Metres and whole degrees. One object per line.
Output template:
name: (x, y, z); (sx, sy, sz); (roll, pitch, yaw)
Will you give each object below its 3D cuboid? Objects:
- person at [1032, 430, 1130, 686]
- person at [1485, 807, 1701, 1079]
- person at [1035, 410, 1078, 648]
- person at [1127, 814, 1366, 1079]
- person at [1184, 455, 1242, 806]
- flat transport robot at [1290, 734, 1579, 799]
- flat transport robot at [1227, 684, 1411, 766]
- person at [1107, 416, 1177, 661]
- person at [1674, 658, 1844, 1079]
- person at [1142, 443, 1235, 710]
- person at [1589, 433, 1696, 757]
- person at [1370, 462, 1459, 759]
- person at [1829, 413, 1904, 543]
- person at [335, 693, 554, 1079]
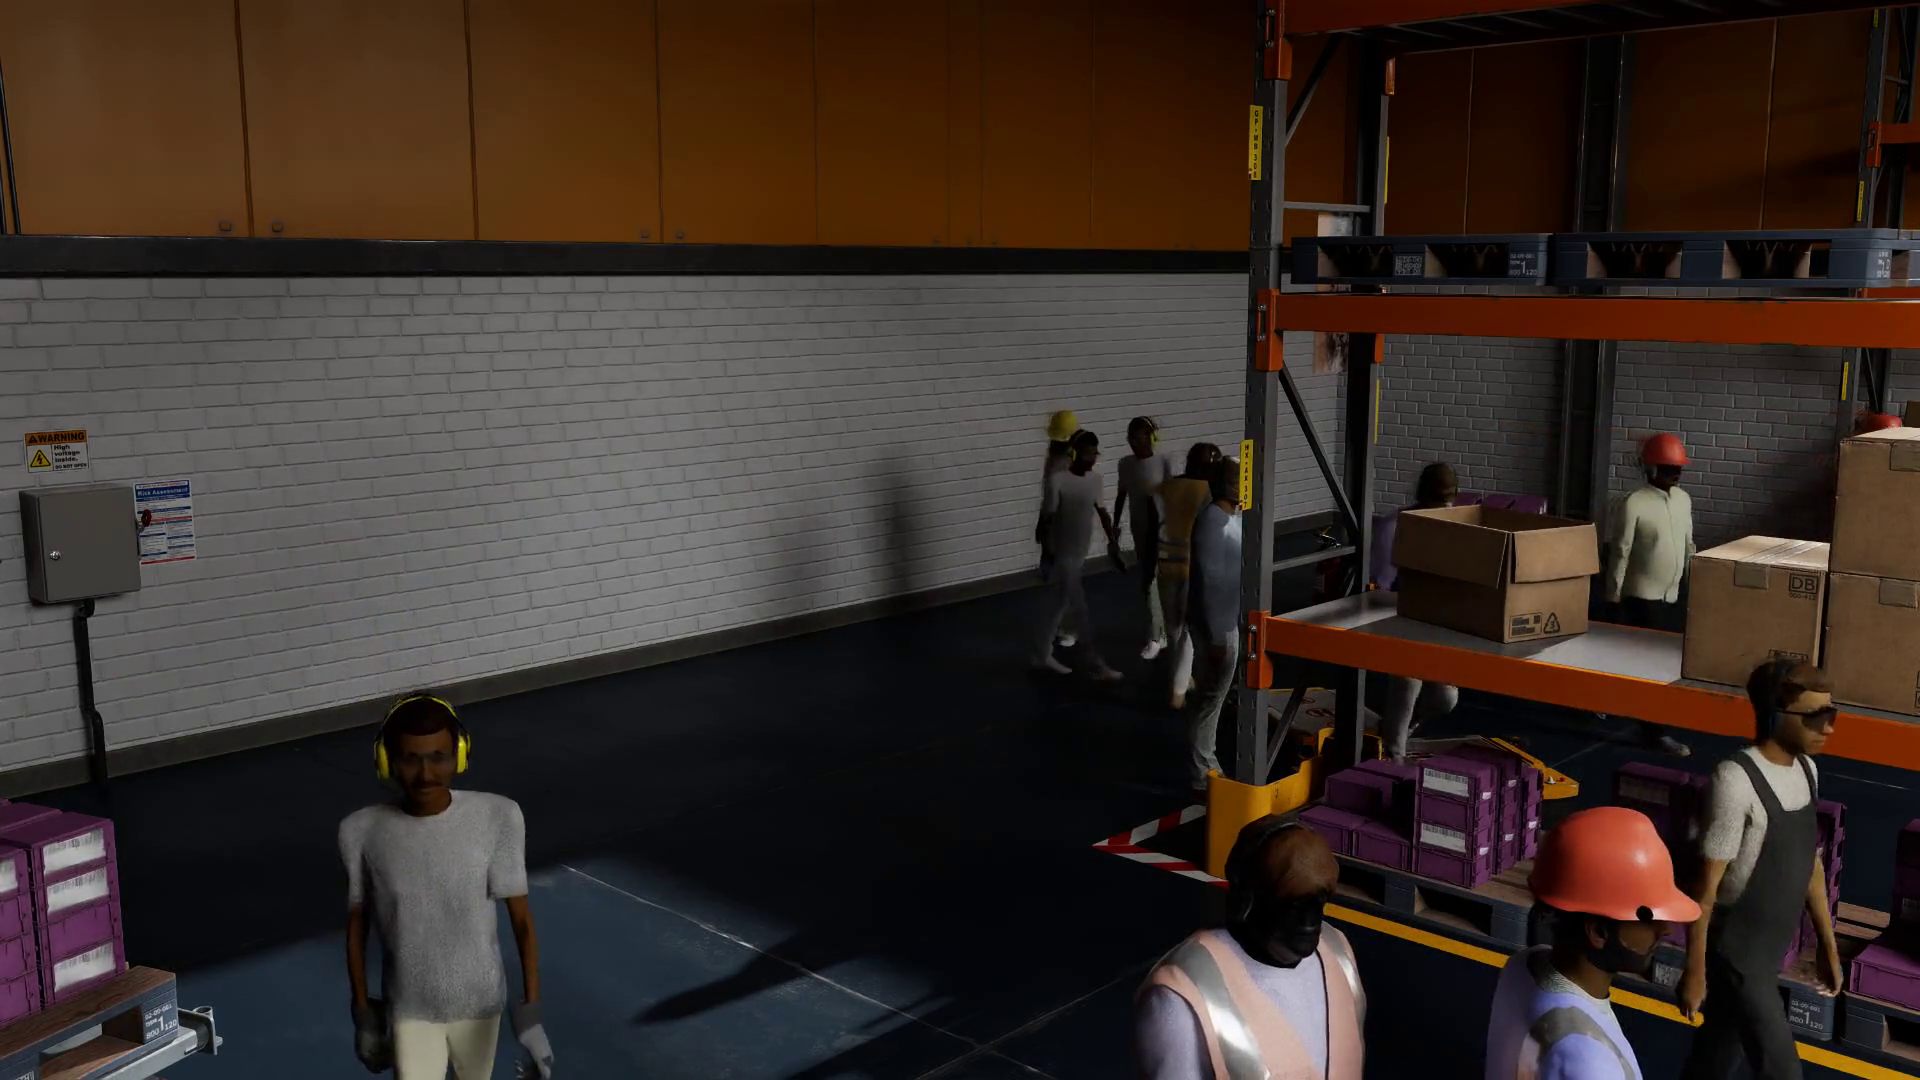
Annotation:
person: (0.881, 0.122, 11.847); (0.974, 1.809, 0.549); (9, 13, 43)
person: (1.211, 1.458, 3.286); (0.359, 1.936, 0.552); (1, 9, 6)
person: (0.783, -0.107, 13.109); (0.356, 1.876, 0.802); (-2, 9, -12)
person: (0.636, 1.472, 3.518); (0.619, 1.839, 0.430); (-8, 12, -40)
person: (1.431, 0.495, 9.190); (0.376, 1.940, 0.627); (3, 10, 15)
flat transport robot: (2.659, 1.298, 9.368); (1.431, 0.197, 0.652); (-2, 9, -11)
flat transport robot: (2.210, 1.142, 10.322); (0.652, 0.197, 1.431); (-2, 9, -11)
person: (1.399, -0.018, 12.660); (0.520, 1.833, 0.700); (8, 12, 41)
person: (2.464, 1.255, 4.894); (0.547, 1.814, 0.837); (-8, 12, -40)
person: (1.552, 0.247, 11.255); (0.645, 1.807, 0.818); (7, 12, 36)
person: (4.208, 0.300, 10.296); (0.605, 1.970, 0.817); (-6, 11, -33)
person: (2.542, 0.489, 9.308); (0.682, 1.908, 0.600); (-3, 10, -15)
person: (6.434, 0.074, 11.772); (0.613, 1.931, 1.051); (-6, 11, -31)
person: (-1.379, 1.323, 4.480); (0.508, 1.820, 0.960); (-4, 10, -21)
